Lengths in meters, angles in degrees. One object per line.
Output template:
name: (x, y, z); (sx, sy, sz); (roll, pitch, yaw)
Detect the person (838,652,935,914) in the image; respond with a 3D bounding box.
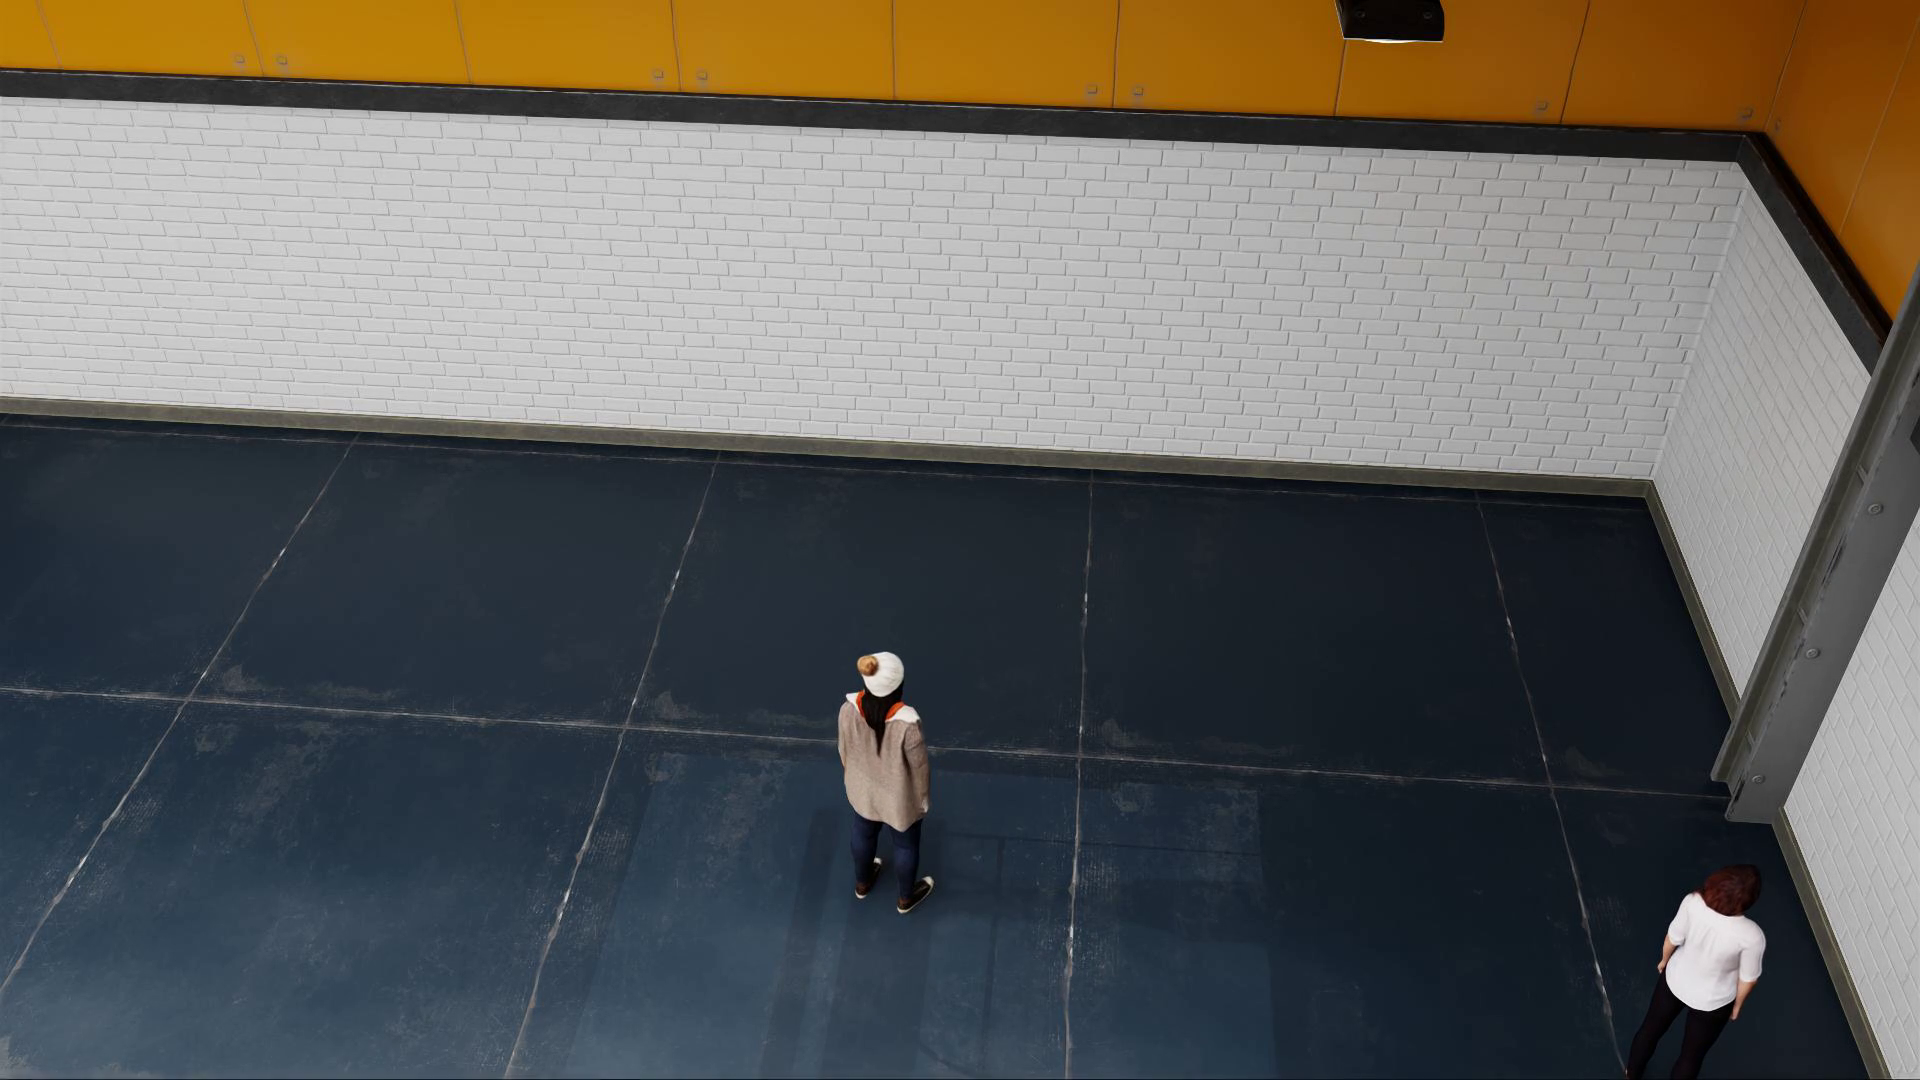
person: (-0.431, 1.346, 9.334); (0.794, 1.895, 0.790); (17, 41, 20)

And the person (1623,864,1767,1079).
person: (3.659, 2.250, 8.282); (0.724, 1.795, 0.676); (-30, 48, -32)
